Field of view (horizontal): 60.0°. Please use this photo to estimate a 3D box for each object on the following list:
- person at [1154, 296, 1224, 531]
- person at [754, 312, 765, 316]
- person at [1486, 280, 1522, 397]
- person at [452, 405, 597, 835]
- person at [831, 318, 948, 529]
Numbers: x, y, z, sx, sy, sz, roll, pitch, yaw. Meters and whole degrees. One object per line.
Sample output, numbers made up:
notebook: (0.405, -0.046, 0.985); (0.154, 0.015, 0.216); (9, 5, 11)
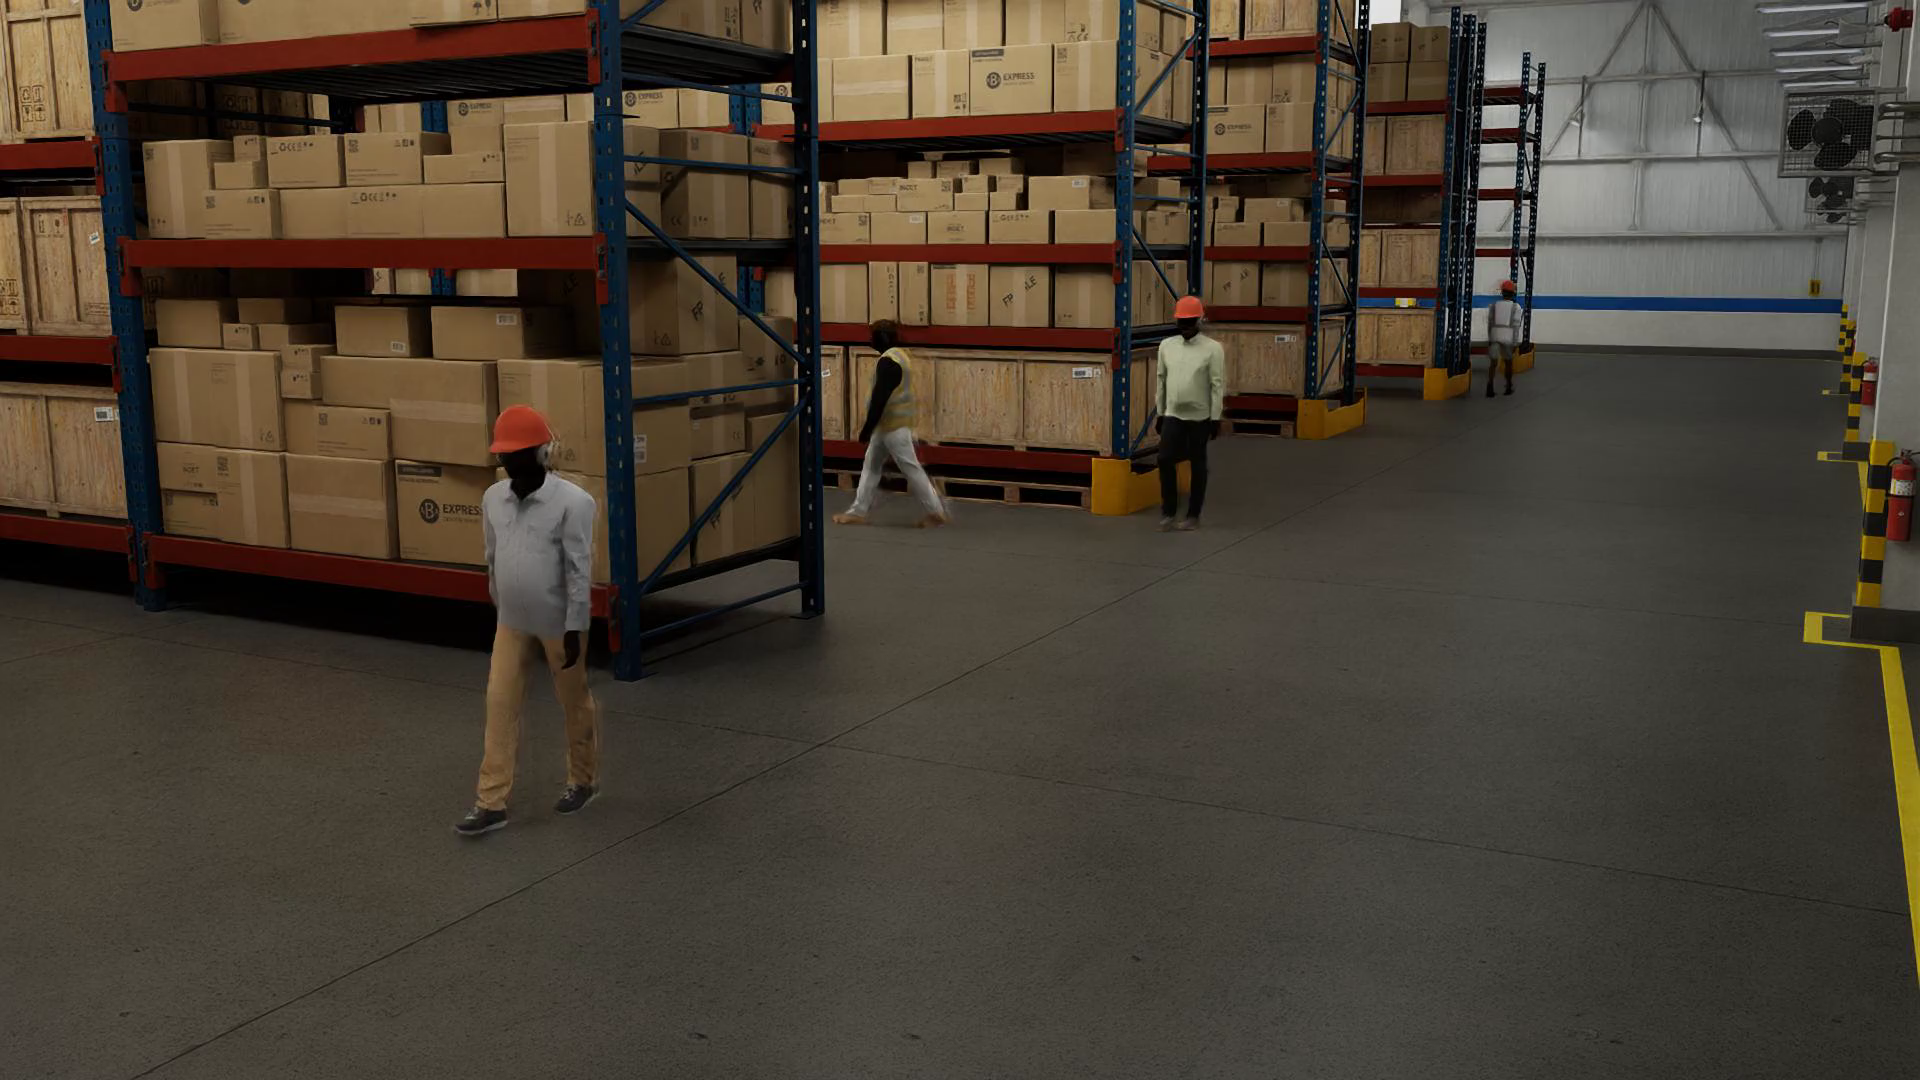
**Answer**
person: (1.858, -1.030, 13.818); (0.653, 1.970, 0.704); (6, 11, 29)
person: (-1.897, -1.159, 15.054); (0.706, 1.806, 0.598); (3, 10, 17)
person: (8.832, -3.273, 27.051); (0.544, 1.899, 0.976); (6, 11, 29)
person: (-1.743, 0.326, 6.694); (0.575, 1.715, 0.808); (4, 10, 20)
person: (-0.566, -0.976, 14.078); (0.997, 1.790, 0.610); (0, 10, 0)
